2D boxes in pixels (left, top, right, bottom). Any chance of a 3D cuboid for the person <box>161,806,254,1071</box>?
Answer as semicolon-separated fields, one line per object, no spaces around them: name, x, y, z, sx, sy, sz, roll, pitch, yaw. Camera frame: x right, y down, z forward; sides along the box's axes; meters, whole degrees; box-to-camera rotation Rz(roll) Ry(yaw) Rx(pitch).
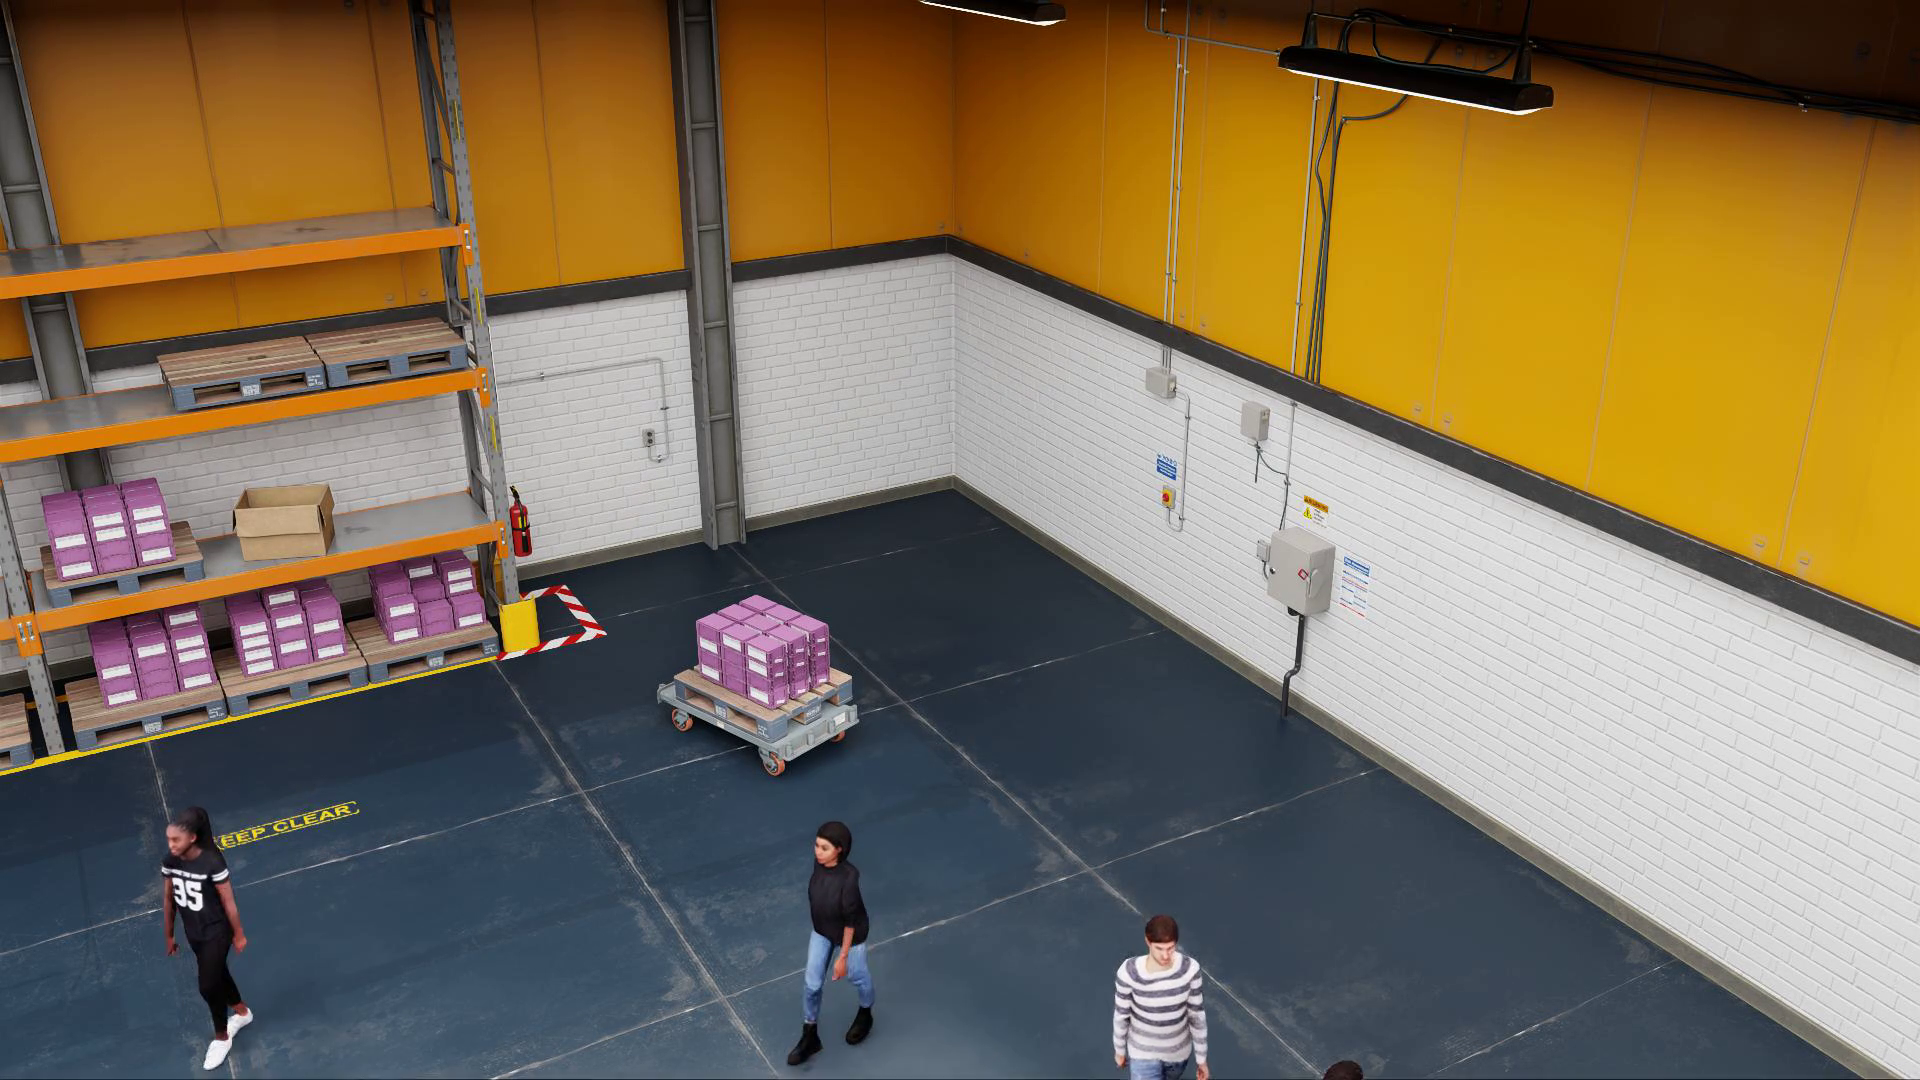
person;-4.747;2.455;10.634;0.857;1.713;0.924;8;25;17

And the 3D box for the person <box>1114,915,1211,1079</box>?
person;1.123;2.876;9.561;1.216;1.803;0.995;-4;24;-9

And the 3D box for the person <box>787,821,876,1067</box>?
person;-0.704;2.492;10.600;0.808;1.673;0.982;14;27;29
